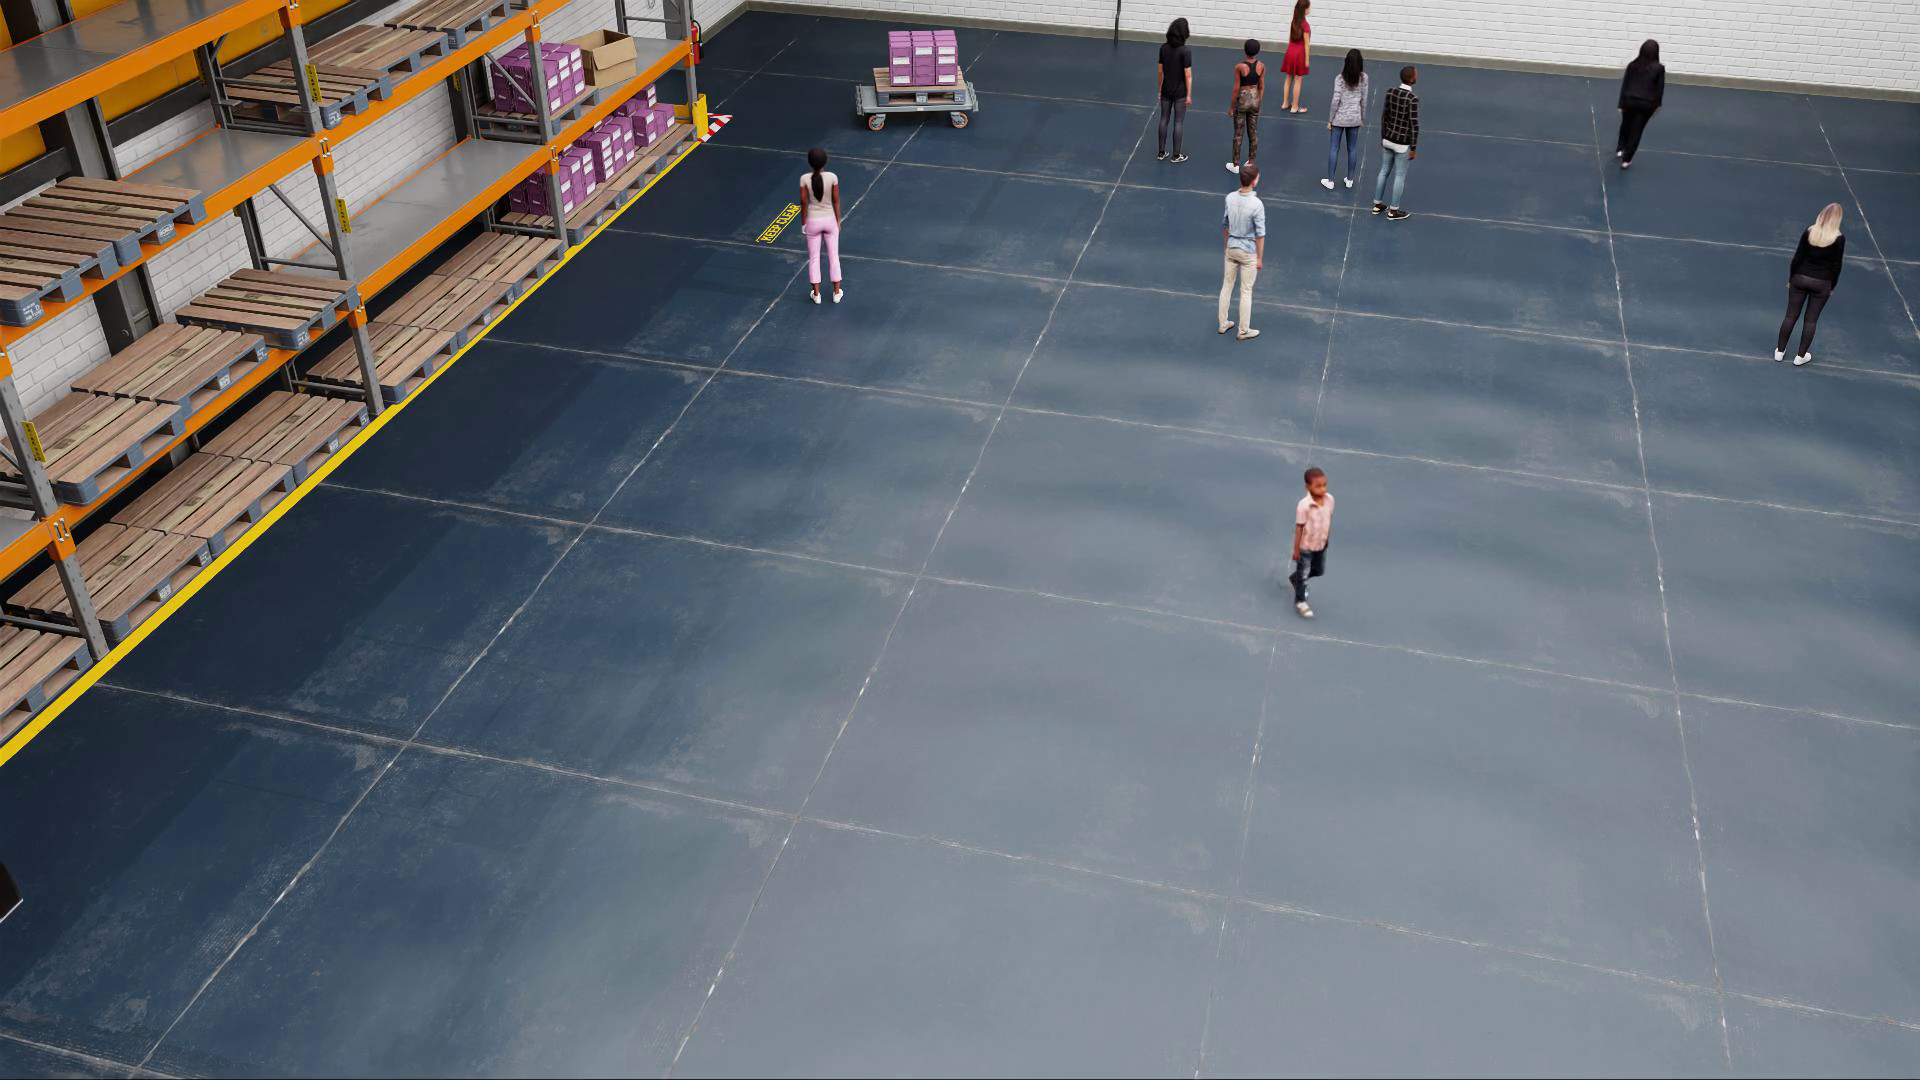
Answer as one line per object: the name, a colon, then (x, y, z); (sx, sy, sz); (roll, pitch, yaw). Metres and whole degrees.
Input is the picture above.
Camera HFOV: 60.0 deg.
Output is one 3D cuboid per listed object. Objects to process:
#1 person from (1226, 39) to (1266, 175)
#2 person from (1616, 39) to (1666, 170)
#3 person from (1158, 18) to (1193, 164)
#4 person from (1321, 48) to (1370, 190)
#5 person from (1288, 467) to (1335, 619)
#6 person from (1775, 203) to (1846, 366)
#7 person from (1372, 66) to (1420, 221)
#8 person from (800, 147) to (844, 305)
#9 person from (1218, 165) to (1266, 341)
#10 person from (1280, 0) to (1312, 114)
person: (3.619, -5.492, 21.019); (0.663, 1.700, 0.668); (-8, 34, -11)
person: (8.615, -5.511, 21.143); (0.793, 1.594, 0.926); (19, 38, 27)
person: (2.739, -5.767, 21.314); (0.706, 1.831, 0.663); (23, 40, 31)
person: (4.775, -5.212, 20.568); (0.687, 1.732, 0.656); (-4, 34, -7)
person: (2.741, -0.020, 13.147); (0.684, 1.300, 0.747); (-16, 37, -23)
person: (8.501, -2.557, 16.615); (0.679, 1.686, 0.667); (24, 40, 31)
person: (5.191, -4.729, 19.761); (0.777, 1.820, 0.746); (-22, 39, -29)
person: (-1.486, -3.372, 17.792); (0.639, 1.740, 0.628); (-4, 34, -6)
person: (2.894, -2.963, 17.080); (0.730, 1.847, 0.728); (28, 43, 36)
person: (4.662, -6.701, 22.970); (0.744, 1.553, 0.684); (-18, 38, -25)
